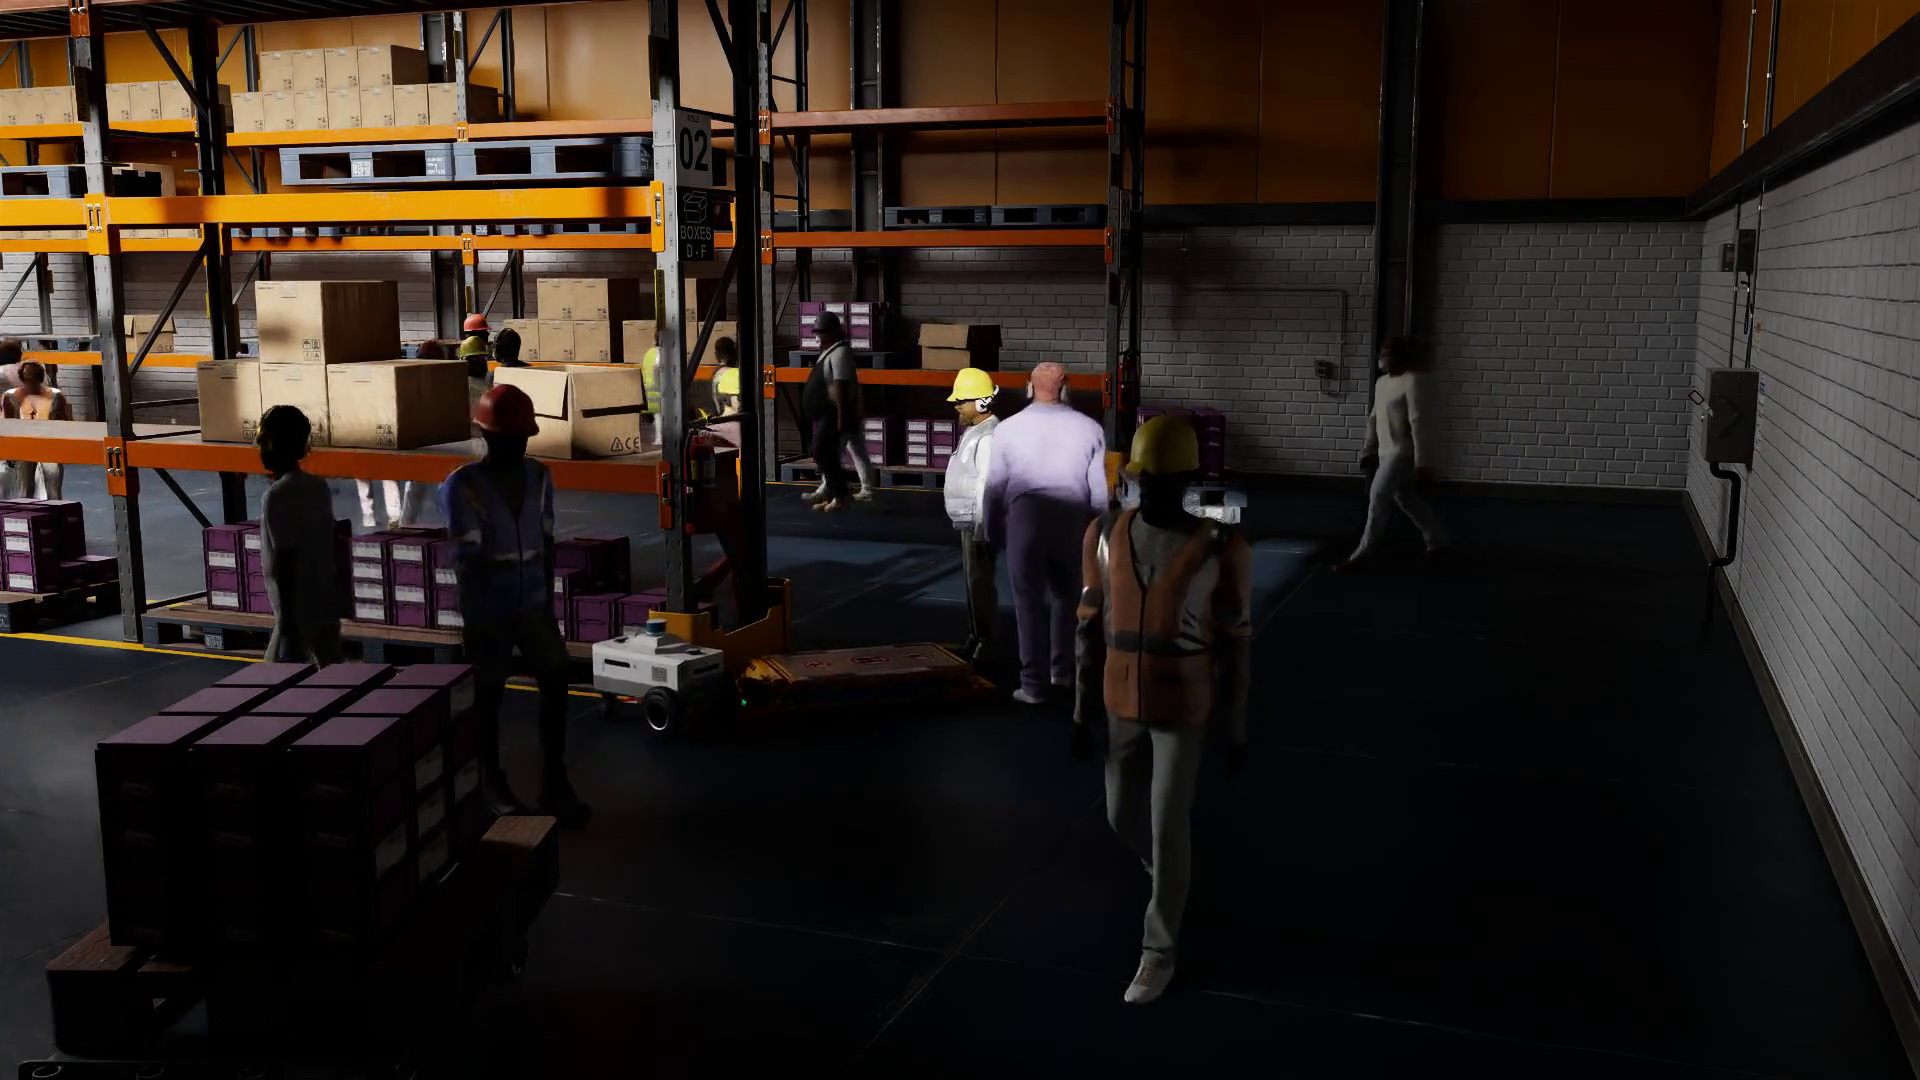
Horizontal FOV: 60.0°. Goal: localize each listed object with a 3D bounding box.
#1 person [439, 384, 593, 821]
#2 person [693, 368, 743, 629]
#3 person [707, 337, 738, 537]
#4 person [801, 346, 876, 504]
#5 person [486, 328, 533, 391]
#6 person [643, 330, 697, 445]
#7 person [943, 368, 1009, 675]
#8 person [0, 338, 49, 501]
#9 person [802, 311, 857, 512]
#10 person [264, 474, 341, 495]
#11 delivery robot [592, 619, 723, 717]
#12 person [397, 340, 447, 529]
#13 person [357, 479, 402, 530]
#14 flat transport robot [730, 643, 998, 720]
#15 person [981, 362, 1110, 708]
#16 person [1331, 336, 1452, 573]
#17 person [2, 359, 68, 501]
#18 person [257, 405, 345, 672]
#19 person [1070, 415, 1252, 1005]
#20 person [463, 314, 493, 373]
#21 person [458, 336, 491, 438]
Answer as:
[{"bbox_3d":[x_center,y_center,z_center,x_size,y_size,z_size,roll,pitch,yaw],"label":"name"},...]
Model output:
[{"bbox_3d":[-1.879,0.293,7.021,0.695,1.905,0.554,9,13,44],"label":"person"},{"bbox_3d":[-1.523,-0.269,11.023,0.578,1.750,0.539,3,9,17],"label":"person"},{"bbox_3d":[-2.120,-0.912,14.963,0.364,1.811,0.558,-2,9,-14],"label":"person"},{"bbox_3d":[-1.253,-1.259,17.202,0.796,1.792,0.651,-1,9,-4],"label":"person"},{"bbox_3d":[-3.564,-0.720,13.296,0.373,1.941,0.627,4,10,22],"label":"person"},{"bbox_3d":[-3.059,-1.411,18.043,0.764,1.818,0.633,-5,10,-30],"label":"person"},{"bbox_3d":[0.105,-0.106,9.832,0.404,1.820,0.593,-1,9,-6],"label":"person"},{"bbox_3d":[-8.513,-0.910,14.936,0.968,1.791,0.653,4,10,26],"label":"person"},{"bbox_3d":[-1.291,-1.269,16.428,0.537,2.000,0.724,-2,9,-15],"label":"person"},{"bbox_3d":[-7.038,-1.413,17.692,0.650,1.927,0.651,-5,10,-28],"label":"person"},{"bbox_3d":[-1.585,0.657,8.691,0.707,0.478,0.477,6,11,33],"label":"delivery robot"},{"bbox_3d":[-4.281,-0.681,13.378,0.963,1.828,0.605,7,11,36],"label":"person"},{"bbox_3d":[-5.400,-1.044,15.321,0.613,1.938,1.024,-4,10,-23],"label":"person"},{"bbox_3d":[-0.574,0.763,9.193,1.431,0.197,0.652,-4,10,-20],"label":"flat transport robot"},{"bbox_3d":[0.463,-0.034,9.157,0.682,1.875,0.544,-2,9,-9],"label":"person"},{"bbox_3d":[3.498,-0.675,13.219,1.048,1.894,0.642,-2,9,-10],"label":"person"},{"bbox_3d":[-8.037,-0.762,14.499,0.522,1.638,0.310,-6,11,-34],"label":"person"},{"bbox_3d":[-2.787,0.338,7.085,0.975,1.819,0.538,1,9,7],"label":"person"},{"bbox_3d":[0.696,0.527,5.600,0.593,1.911,0.778,6,11,32],"label":"person"},{"bbox_3d":[-5.164,-1.449,17.864,0.350,1.943,0.542,-3,9,-17],"label":"person"},{"bbox_3d":[-4.159,-0.834,14.330,0.404,1.837,0.596,8,12,41],"label":"person"}]
